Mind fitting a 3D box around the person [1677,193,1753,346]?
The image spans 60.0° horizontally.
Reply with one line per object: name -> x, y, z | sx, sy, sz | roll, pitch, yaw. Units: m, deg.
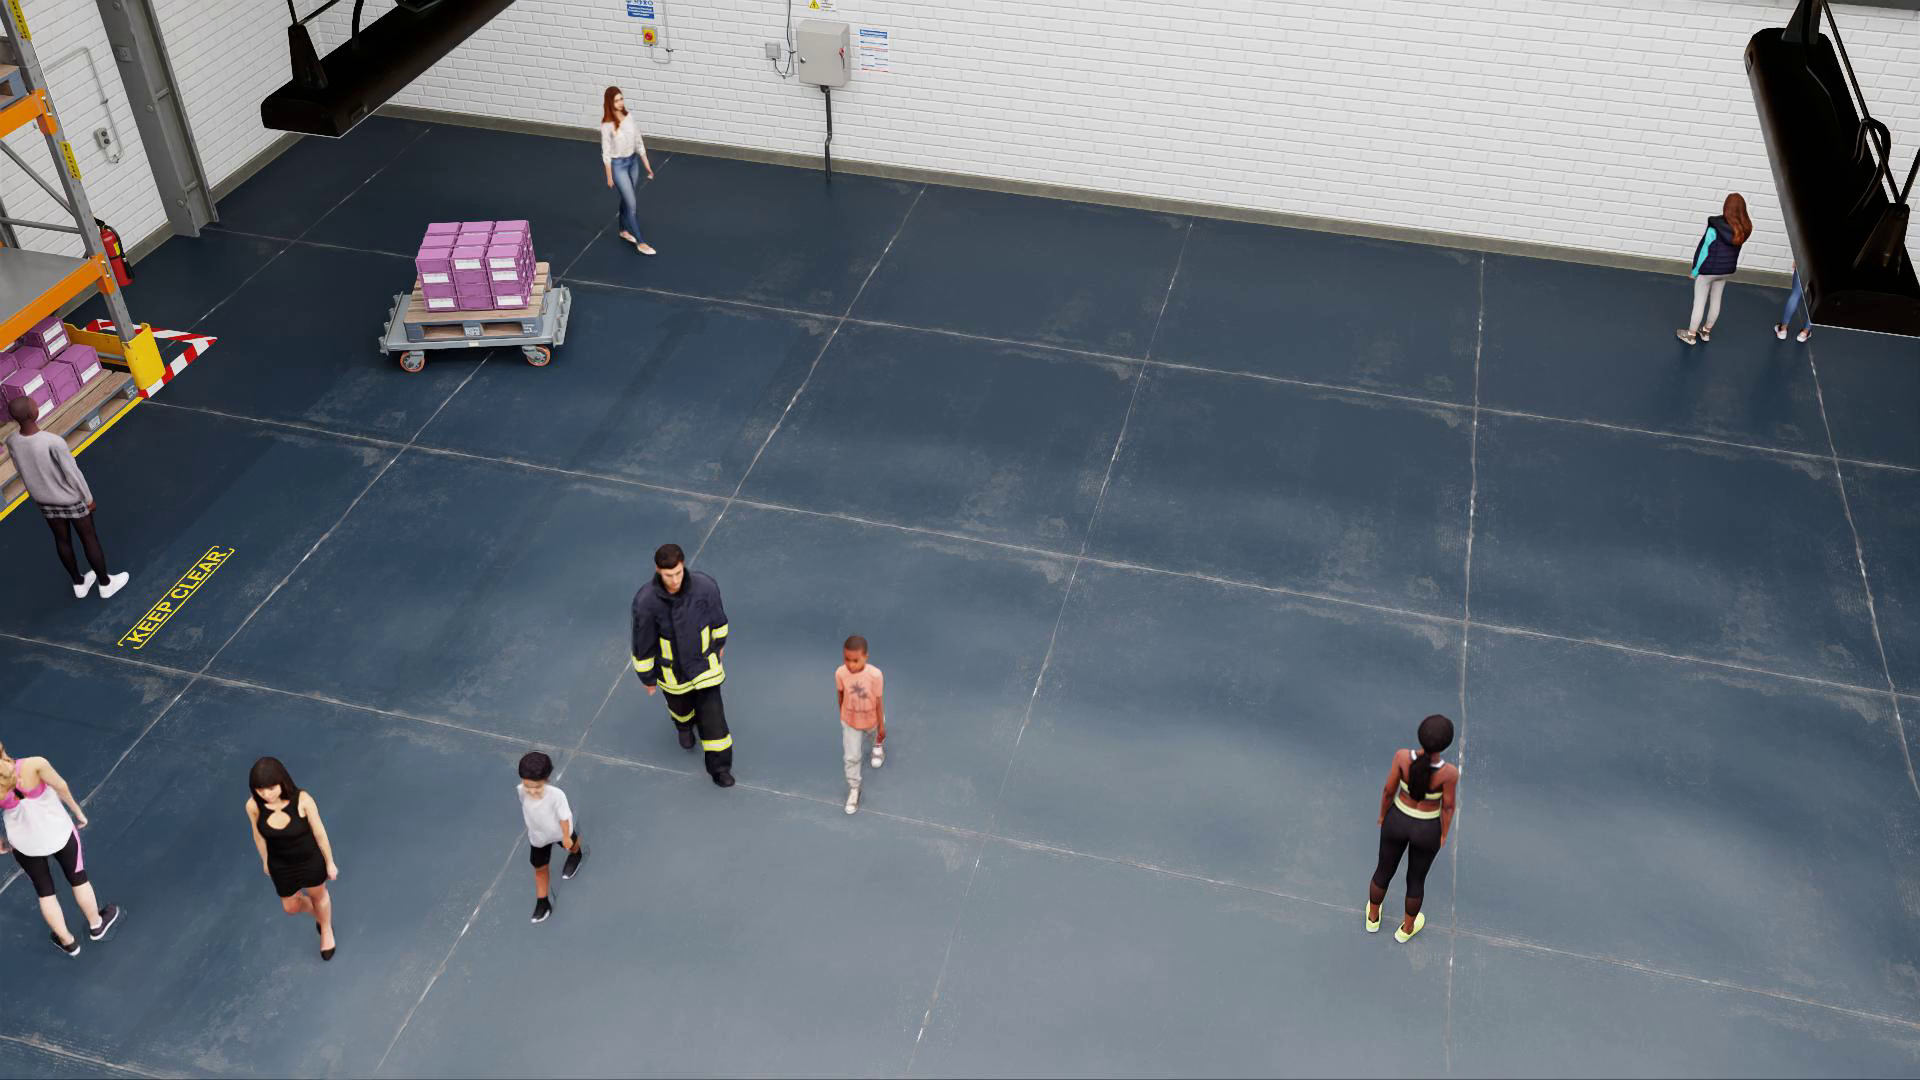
person -> 6.970, -2.505, 15.341 | 0.672, 1.500, 0.707 | -9, 39, -11

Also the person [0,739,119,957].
person -> -5.395, 1.749, 9.794 | 0.709, 1.776, 0.762 | -11, 40, -13

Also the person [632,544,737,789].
person -> -1.854, 0.702, 11.018 | 1.184, 1.884, 1.309 | -13, 40, -16

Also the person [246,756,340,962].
person -> -3.893, 1.822, 9.811 | 0.698, 1.640, 0.737 | -6, 39, -8

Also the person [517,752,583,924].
person -> -2.519, 1.713, 10.286 | 0.566, 1.216, 0.921 | 6, 39, 7

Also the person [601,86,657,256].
person -> -3.443, -3.767, 16.756 | 0.824, 1.707, 0.898 | 23, 44, 26

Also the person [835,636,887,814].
person -> -0.624, 1.114, 10.970 | 0.575, 1.299, 0.922 | 3, 39, 4

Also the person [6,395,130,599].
person -> -6.712, -0.315, 12.382 | 0.649, 1.771, 0.571 | 3, 39, 4

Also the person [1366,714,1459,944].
person -> 2.675, 1.713, 9.857 | 0.607, 1.753, 0.577 | 18, 42, 21
